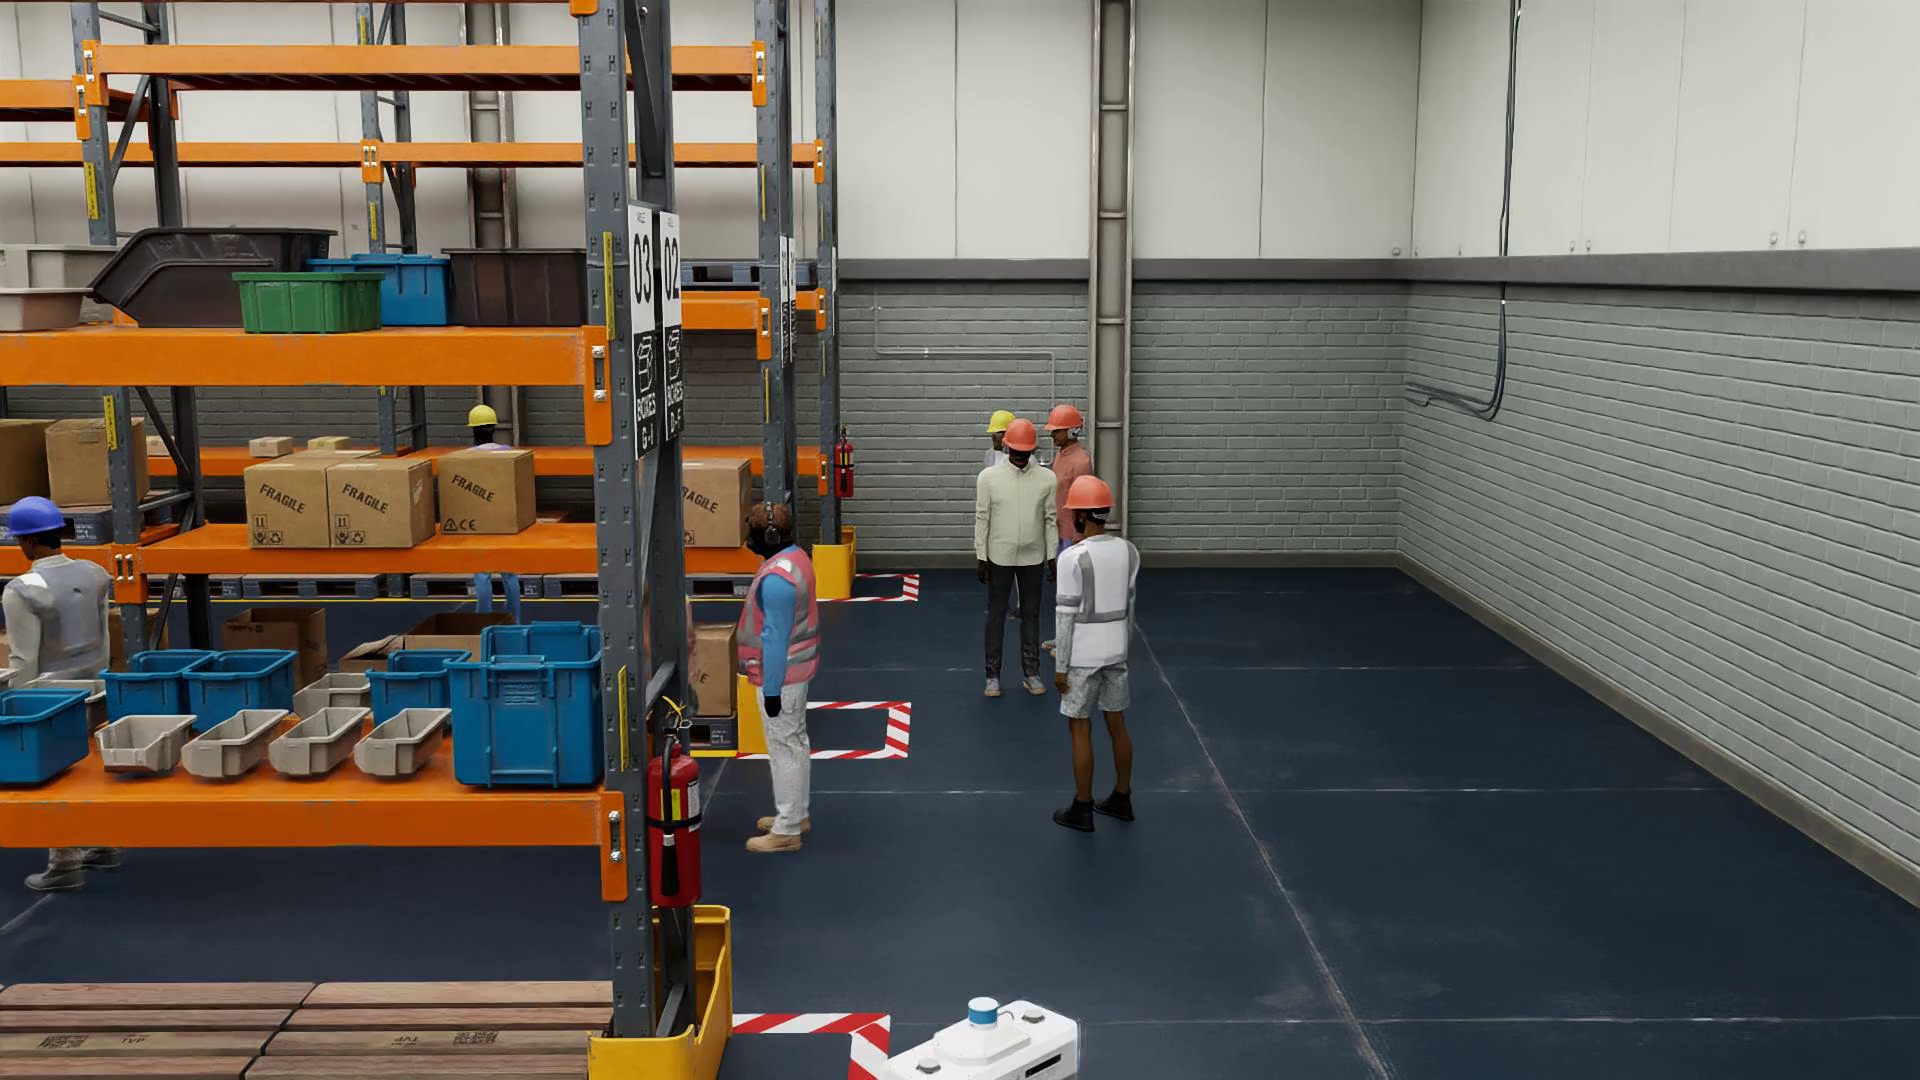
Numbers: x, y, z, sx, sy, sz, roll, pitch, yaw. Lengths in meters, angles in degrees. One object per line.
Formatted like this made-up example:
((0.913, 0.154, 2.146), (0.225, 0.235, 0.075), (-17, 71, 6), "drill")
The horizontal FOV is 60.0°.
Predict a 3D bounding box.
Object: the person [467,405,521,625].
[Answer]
((-3.886, -0.152, 13.730), (0.389, 1.918, 0.585), (9, 13, 44), "person")

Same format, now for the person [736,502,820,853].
((-0.955, 0.709, 8.730), (0.429, 1.836, 0.637), (1, 9, 4), "person")

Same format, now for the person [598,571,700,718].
((-1.653, 0.820, 8.699), (0.546, 1.610, 0.463), (-5, 11, -28), "person")

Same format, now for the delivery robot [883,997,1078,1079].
((0.079, 1.799, 5.649), (0.477, 0.478, 0.707), (9, 13, 44), "delivery robot")

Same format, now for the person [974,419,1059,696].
((0.408, 0.124, 11.832), (0.610, 1.985, 0.392), (-2, 9, -11), "person")

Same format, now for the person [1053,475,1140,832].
((0.709, 0.610, 9.040), (0.548, 1.928, 0.387), (-7, 12, -36), "person")

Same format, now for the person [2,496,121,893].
((-4.400, 0.748, 8.131), (0.393, 1.946, 0.602), (2, 10, 13), "person")

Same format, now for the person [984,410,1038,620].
((0.413, -0.218, 14.456), (0.406, 1.823, 0.599), (-8, 12, -42), "person")

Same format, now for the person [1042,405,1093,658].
((0.842, -0.070, 13.034), (0.405, 1.986, 0.612), (-2, 10, -13), "person")
